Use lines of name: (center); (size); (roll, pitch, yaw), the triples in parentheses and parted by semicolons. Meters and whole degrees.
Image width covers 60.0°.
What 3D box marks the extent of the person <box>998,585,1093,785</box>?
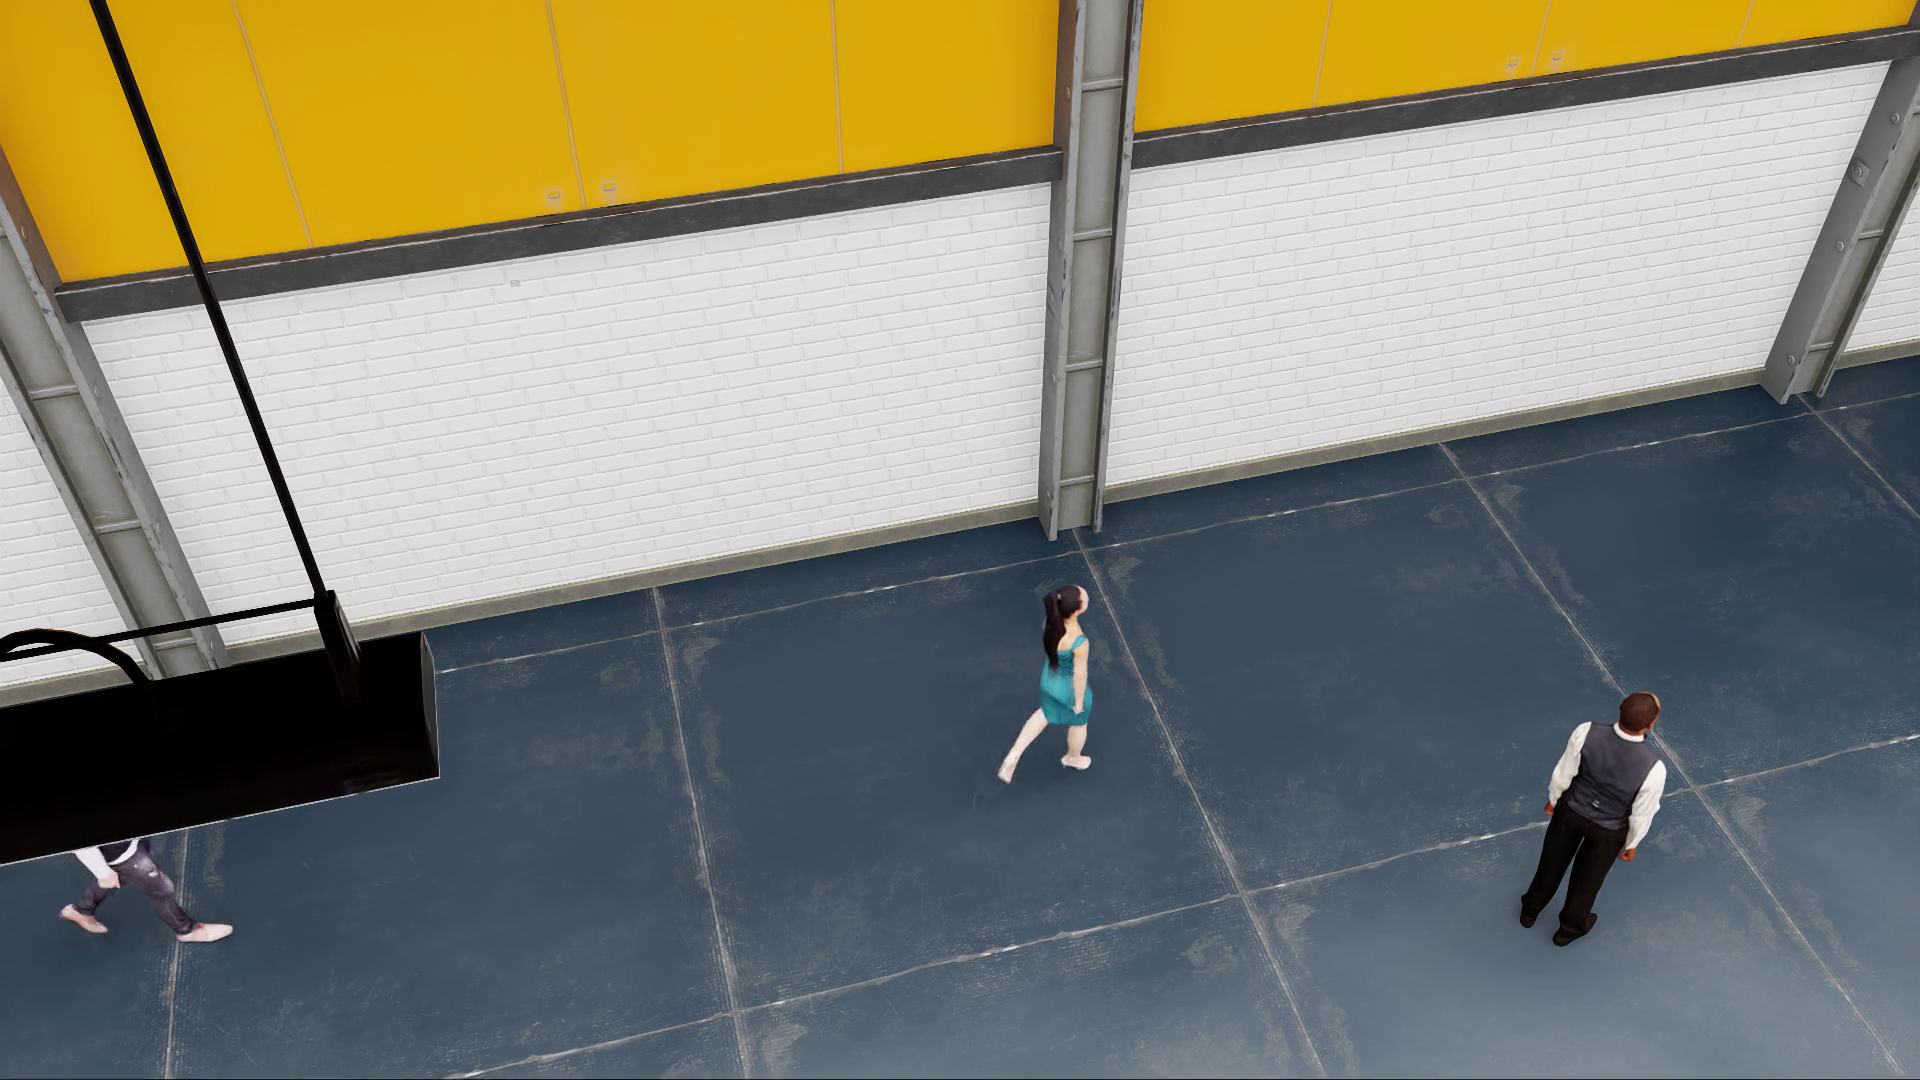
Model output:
person: (0.547, 0.884, 9.784); (0.967, 1.664, 0.749); (-25, 49, -24)

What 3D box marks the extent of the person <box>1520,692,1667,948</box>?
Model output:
person: (3.404, 1.496, 8.959); (0.784, 1.917, 0.792); (31, 51, 28)
